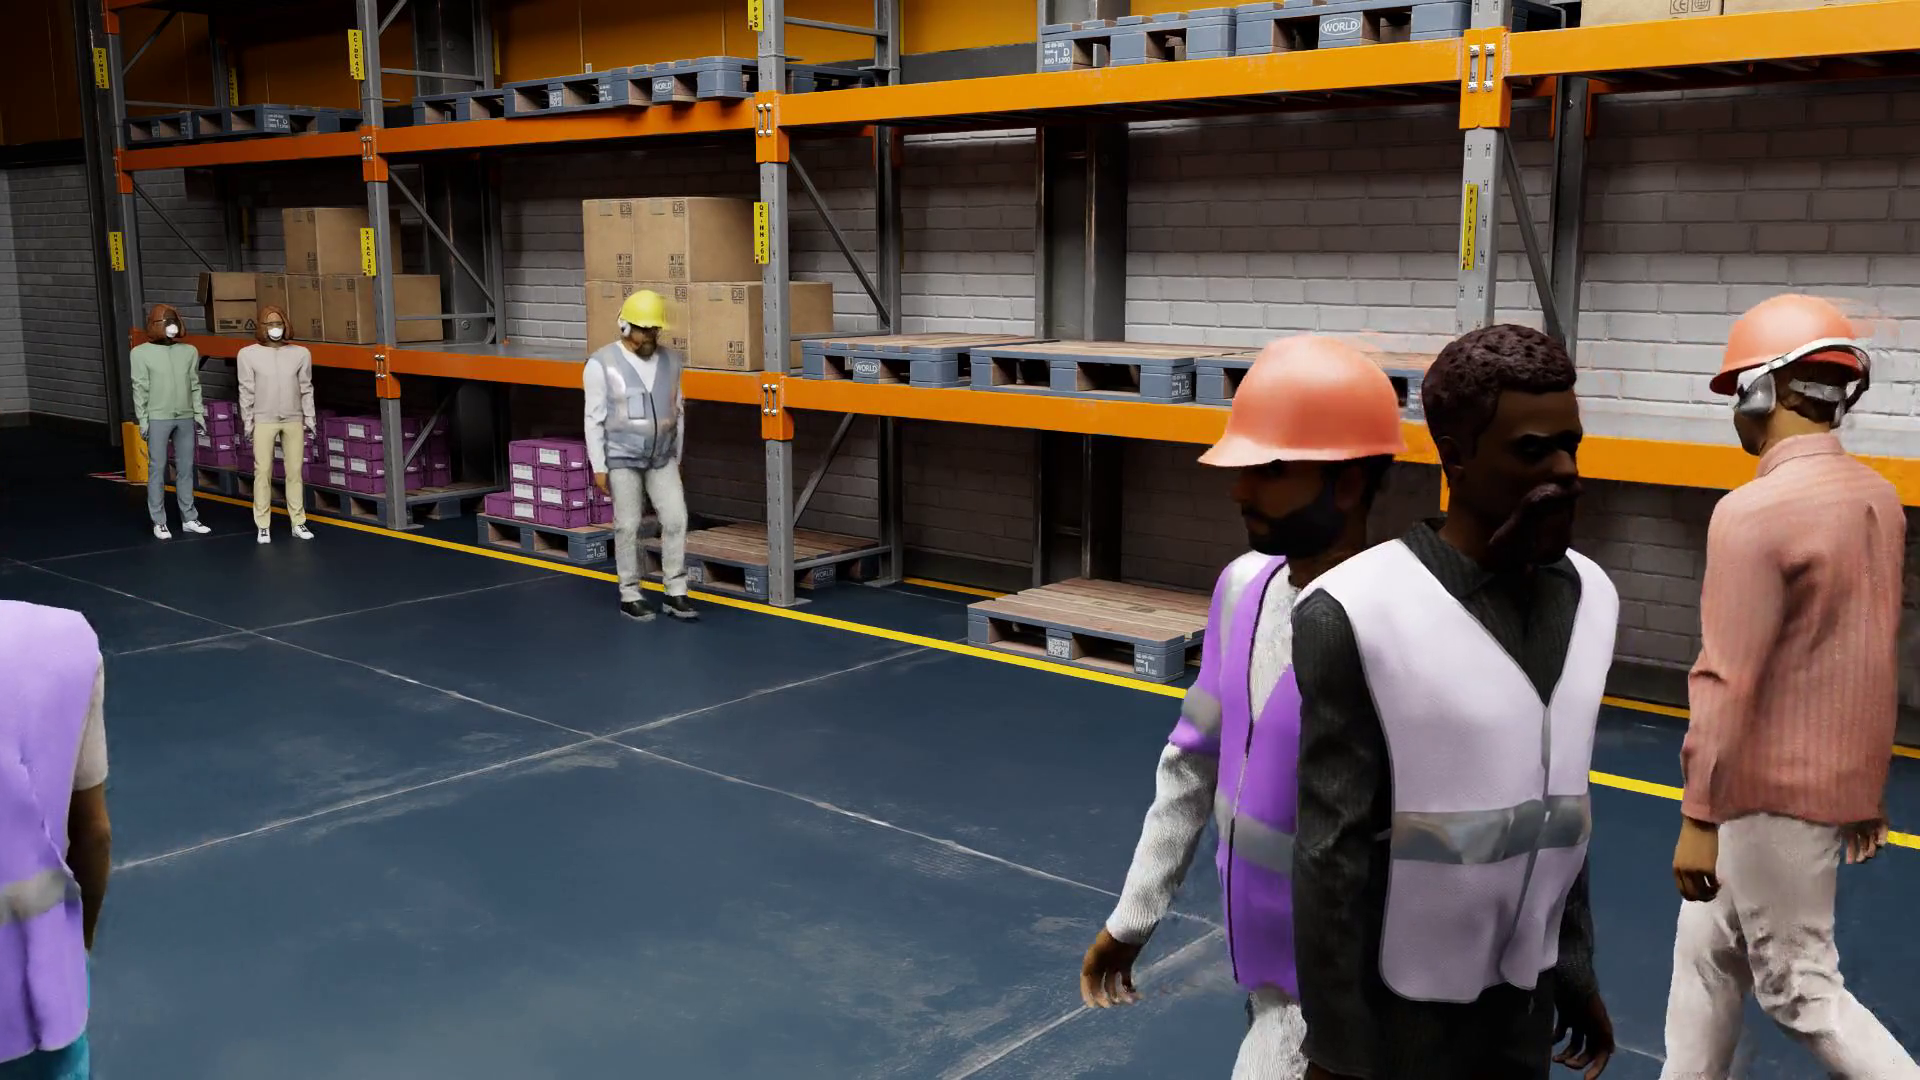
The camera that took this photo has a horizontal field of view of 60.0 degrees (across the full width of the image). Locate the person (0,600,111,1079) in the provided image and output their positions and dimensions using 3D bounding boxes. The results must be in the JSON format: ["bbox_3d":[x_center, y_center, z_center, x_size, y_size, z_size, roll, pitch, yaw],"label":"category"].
[{"bbox_3d":[-1.510,0.710,2.416,0.844,1.805,0.574,9,13,41],"label":"person"}]

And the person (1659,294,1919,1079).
[{"bbox_3d":[1.717,0.498,3.274,0.632,1.941,0.927,-9,13,-41],"label":"person"}]

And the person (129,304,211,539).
[{"bbox_3d":[-5.540,-0.835,11.683,0.280,1.636,0.501,7,12,34],"label":"person"}]

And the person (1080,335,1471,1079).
[{"bbox_3d":[0.426,0.647,2.539,0.946,1.890,0.556,-3,10,-18],"label":"person"}]

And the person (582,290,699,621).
[{"bbox_3d":[-1.735,-0.448,9.001,0.623,1.802,0.428,-8,13,-37],"label":"person"}]

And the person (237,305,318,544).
[{"bbox_3d":[-4.699,-0.799,11.484,0.501,1.633,0.286,-7,12,-35],"label":"person"}]

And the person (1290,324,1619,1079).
[{"bbox_3d":[0.714,0.648,2.437,0.587,1.920,0.390,-6,12,-32],"label":"person"}]
